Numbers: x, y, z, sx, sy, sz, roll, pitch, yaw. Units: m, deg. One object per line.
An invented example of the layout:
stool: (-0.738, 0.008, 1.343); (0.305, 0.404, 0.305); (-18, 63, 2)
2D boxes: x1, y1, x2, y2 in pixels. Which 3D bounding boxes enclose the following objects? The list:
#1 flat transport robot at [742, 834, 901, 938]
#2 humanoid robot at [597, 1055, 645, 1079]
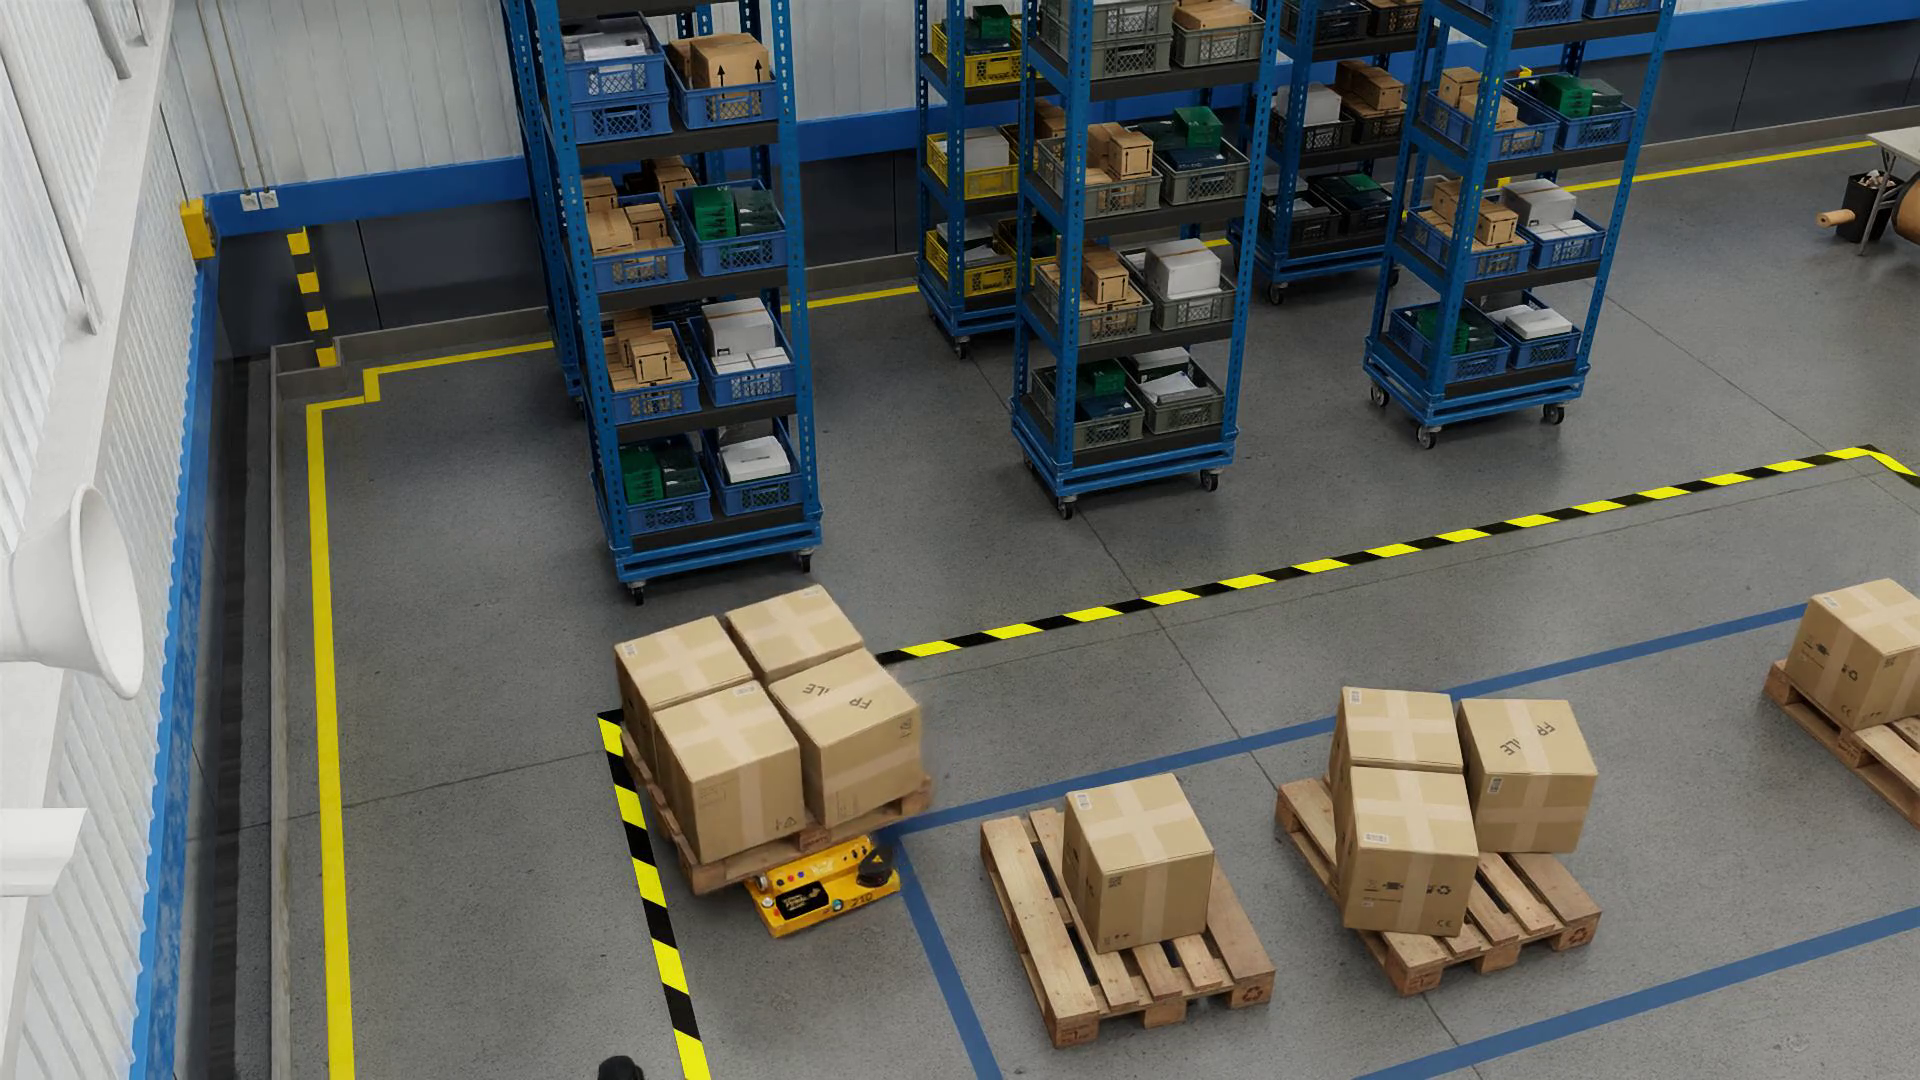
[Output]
flat transport robot: (-0.895, 1.300, 8.188); (0.652, 0.197, 1.431); (-17, 39, -22)
humanoid robot: (-1.045, 2.281, 5.632); (0.600, 1.623, 0.785); (-18, 39, -24)
